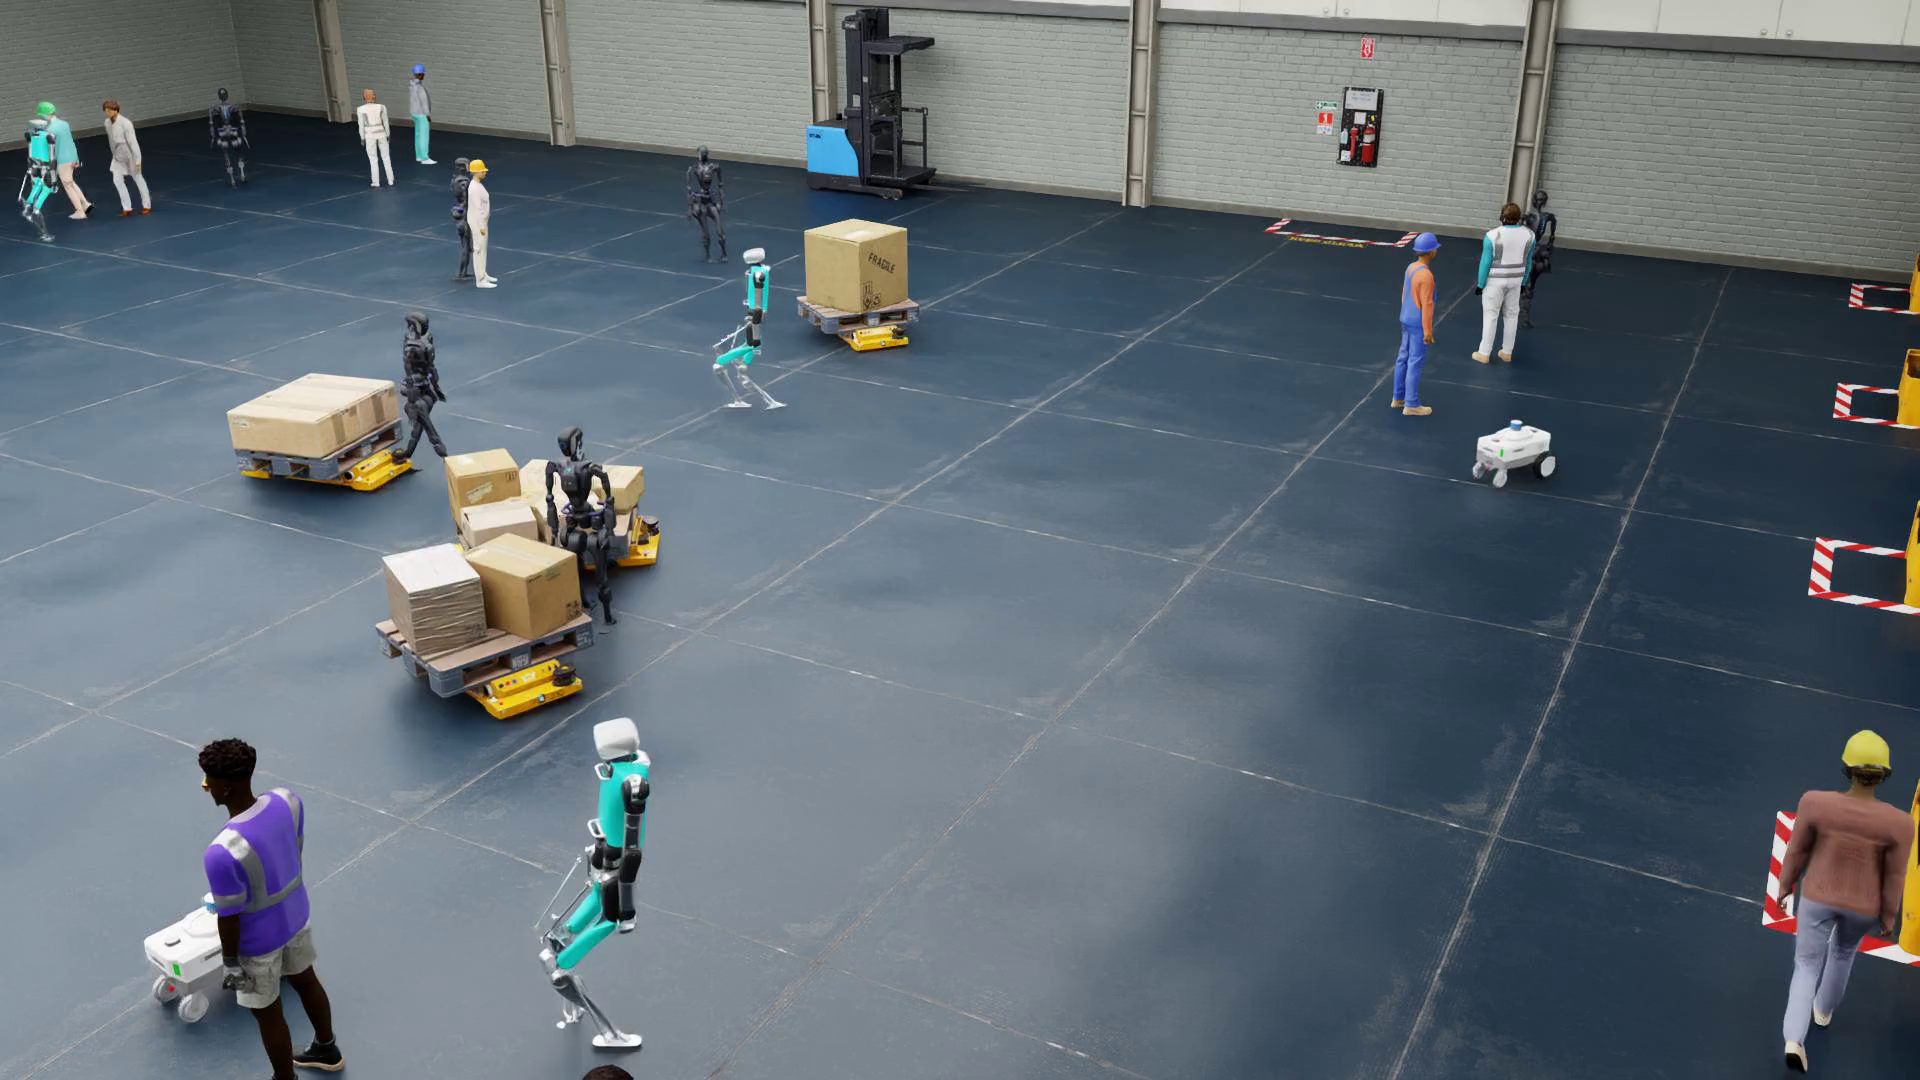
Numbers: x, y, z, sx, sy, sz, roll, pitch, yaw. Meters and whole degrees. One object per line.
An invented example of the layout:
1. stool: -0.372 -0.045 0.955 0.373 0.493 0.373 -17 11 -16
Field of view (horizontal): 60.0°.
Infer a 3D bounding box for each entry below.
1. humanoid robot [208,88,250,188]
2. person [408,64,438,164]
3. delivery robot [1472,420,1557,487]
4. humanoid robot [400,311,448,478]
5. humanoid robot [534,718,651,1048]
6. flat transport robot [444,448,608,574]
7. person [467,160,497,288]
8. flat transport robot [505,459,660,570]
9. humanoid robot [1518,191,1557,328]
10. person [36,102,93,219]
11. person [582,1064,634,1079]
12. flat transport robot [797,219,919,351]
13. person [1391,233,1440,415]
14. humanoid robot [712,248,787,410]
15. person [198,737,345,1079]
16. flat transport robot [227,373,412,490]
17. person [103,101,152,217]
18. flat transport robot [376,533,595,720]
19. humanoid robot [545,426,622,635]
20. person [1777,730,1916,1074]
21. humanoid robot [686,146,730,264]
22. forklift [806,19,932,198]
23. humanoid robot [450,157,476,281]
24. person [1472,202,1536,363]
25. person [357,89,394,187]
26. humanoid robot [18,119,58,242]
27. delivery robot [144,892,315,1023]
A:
1. humanoid robot: -12.469 -6.854 28.344 0.612 1.643 0.416 -10 25 -22
2. person: -9.827 -7.771 30.362 0.373 1.769 0.538 -16 28 -32
3. delivery robot: 5.253 -0.835 15.767 0.816 0.612 0.499 -14 27 -29
4. humanoid robot: -5.035 -1.373 15.635 0.782 1.623 0.610 3 23 8
5. humanoid robot: -1.880 1.762 8.215 0.793 1.791 0.531 -10 25 -22
6. flat transport robot: -3.595 0.150 13.814 1.431 0.231 0.659 -11 26 -24
7. person: -6.393 -4.223 22.198 0.341 1.688 0.461 -5 24 -11
8. flat transport robot: -3.286 0.030 14.093 1.431 0.231 0.659 -2 23 -5
9. humanoid robot: 7.008 -3.480 20.496 0.615 1.643 0.602 -6 24 -14
10. person: -13.965 -5.898 25.894 0.417 1.844 0.556 4 24 9
11. person: -1.229 2.644 5.926 0.394 1.914 0.587 13 26 28
12. flat transport robot: -1.230 -2.595 20.204 0.659 0.231 1.431 -11 25 -23
13. person: 4.772 -2.254 17.330 0.358 1.911 0.528 -5 24 -11
14. humanoid robot: -2.250 -2.128 17.259 0.919 1.768 0.545 -3 23 -6
15. person: -3.269 1.806 7.820 0.362 1.959 0.603 6 24 14
16. flat transport robot: -6.047 -0.728 15.856 1.431 0.231 0.659 7 24 15
17. person: -13.150 -5.983 26.144 0.588 1.801 0.753 5 24 12
18. flat transport robot: -3.420 0.882 12.109 0.659 0.231 1.431 -20 30 -39
19. humanoid robot: -2.814 -0.091 12.606 0.599 1.649 0.389 6 24 13
20. person: 4.300 1.790 8.155 0.529 1.726 0.797 11 26 25
21. humanoid robot: -3.540 -4.708 23.349 0.612 1.637 0.354 -12 26 -26
22. forklift: -1.573 -7.292 27.850 1.873 2.768 1.129 12 26 25
23. humanoid robot: -6.750 -4.351 22.529 0.403 1.640 0.612 -9 25 -21
24. person: 6.190 -2.936 19.006 0.621 1.844 0.429 -4 24 -8
25. person: -9.978 -6.856 28.384 0.514 1.639 0.313 -14 27 -30
26. humanoid robot: -13.683 -5.274 24.586 0.541 1.759 0.800 8 25 19
27. delivery robot: -3.901 2.124 8.819 0.499 0.566 0.739 17 29 35
